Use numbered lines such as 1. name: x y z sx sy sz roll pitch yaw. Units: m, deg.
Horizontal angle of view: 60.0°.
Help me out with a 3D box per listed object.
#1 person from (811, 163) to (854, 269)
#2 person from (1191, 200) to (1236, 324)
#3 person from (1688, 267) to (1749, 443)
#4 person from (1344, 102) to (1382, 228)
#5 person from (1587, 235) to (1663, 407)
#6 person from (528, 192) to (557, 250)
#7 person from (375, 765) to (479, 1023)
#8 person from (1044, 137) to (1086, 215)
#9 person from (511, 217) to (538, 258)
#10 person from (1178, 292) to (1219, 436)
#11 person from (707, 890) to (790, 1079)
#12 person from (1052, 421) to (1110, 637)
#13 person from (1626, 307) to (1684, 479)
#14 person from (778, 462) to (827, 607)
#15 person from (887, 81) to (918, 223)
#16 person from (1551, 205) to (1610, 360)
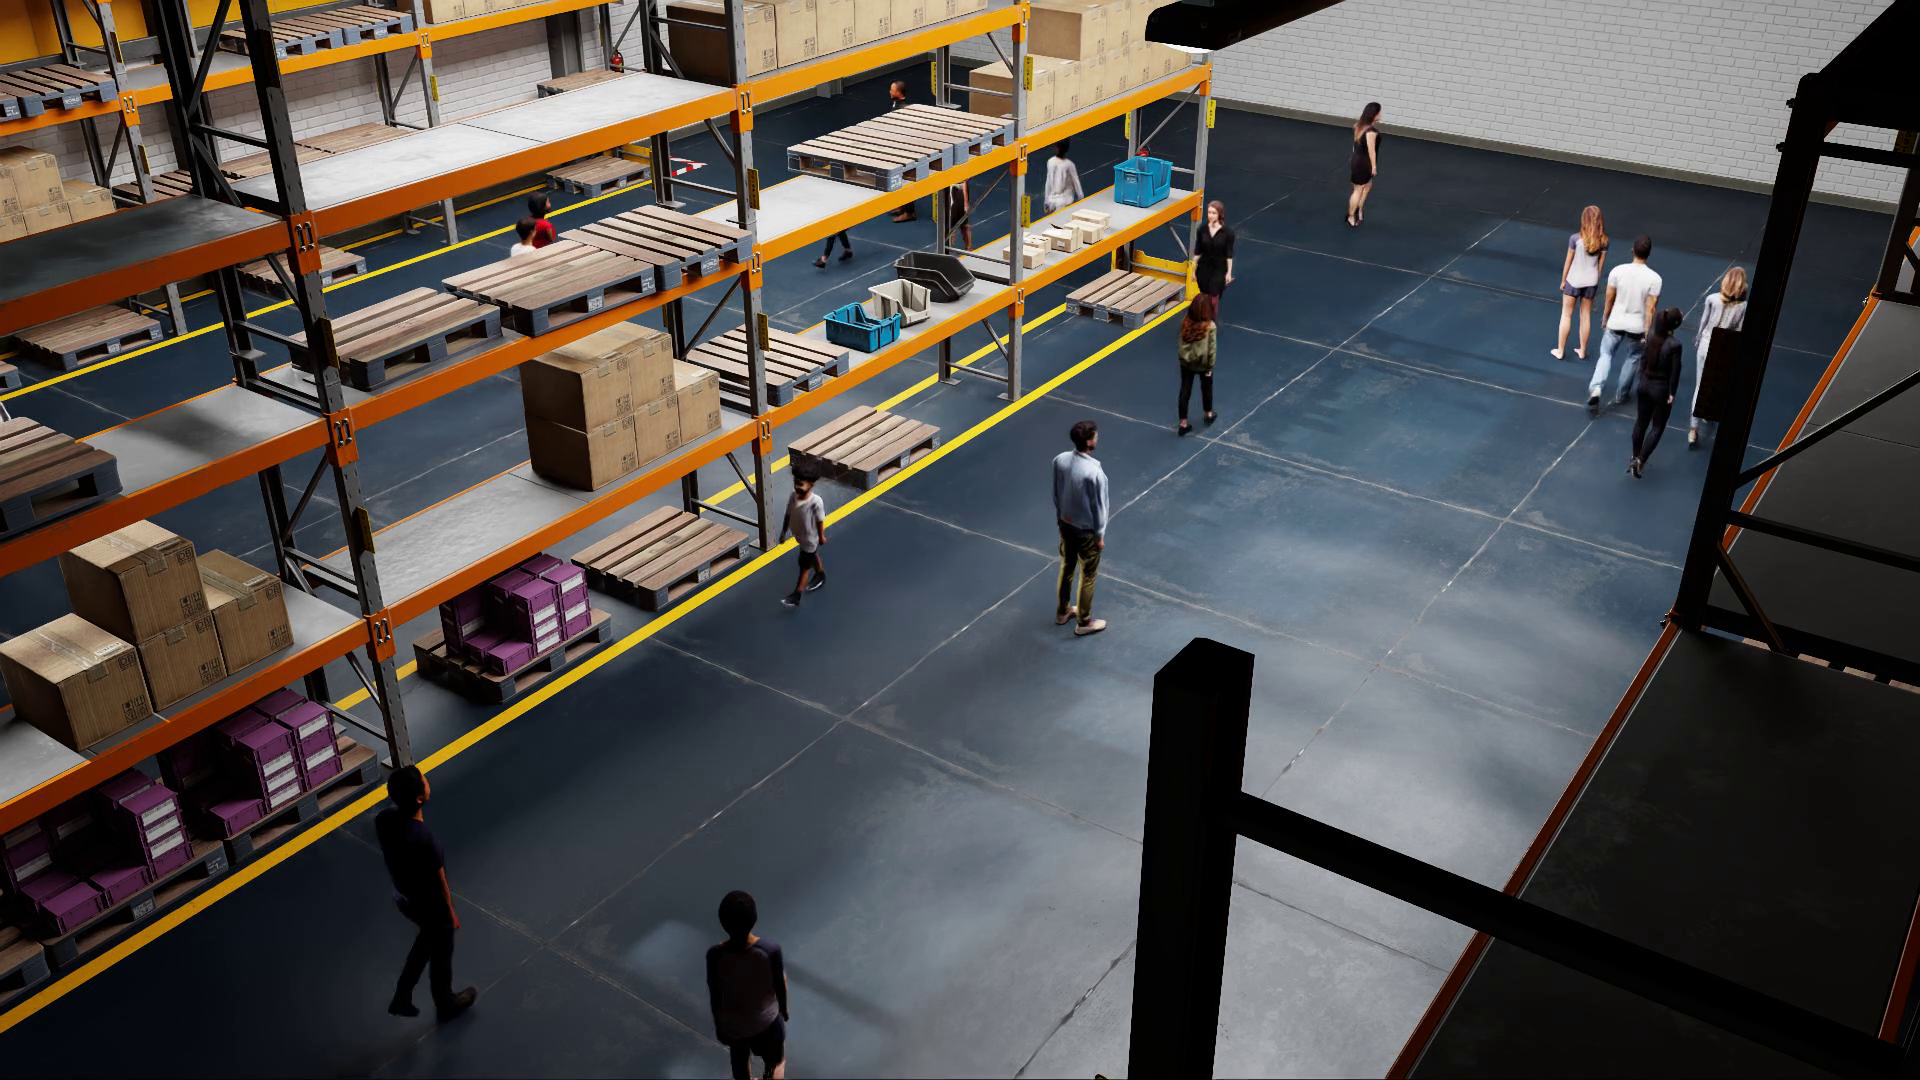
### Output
1. person: -1.564 -4.210 21.209 0.608 1.438 0.993 22 35 34
2. person: 2.872 -3.024 18.770 0.628 1.691 0.661 14 32 24
3. person: 7.455 -1.804 16.472 0.656 1.751 1.165 17 33 28
4. person: 5.368 -5.055 22.477 0.865 1.706 0.800 -4 29 -7
5. person: 6.842 -2.207 17.113 0.685 1.843 0.995 17 33 29
6. person: -4.757 -3.054 18.786 0.750 1.730 0.697 -19 34 -31
7. person: -3.091 2.062 9.349 0.666 1.784 0.766 20 34 32
8. person: 1.206 -4.136 20.761 1.081 1.737 0.745 -24 37 -37
9. person: -4.657 -2.632 18.046 0.712 1.697 0.937 23 36 36
10. person: 2.329 -1.741 16.663 0.634 1.456 0.836 14 32 25
11. person: -1.105 2.532 8.733 0.818 1.548 0.926 0 29 -1
12. person: 0.959 -0.107 13.300 0.654 1.809 0.731 -22 36 -35
13. person: 6.573 -1.399 15.771 0.747 1.711 0.710 -15 32 -25
14. person: -1.244 -0.091 13.881 0.491 1.224 0.847 19 34 31
15. person: -0.793 -5.329 22.775 0.850 1.903 0.792 -5 29 -9
16. person: 6.878 -2.841 18.398 0.679 1.726 0.712 0 29 0
